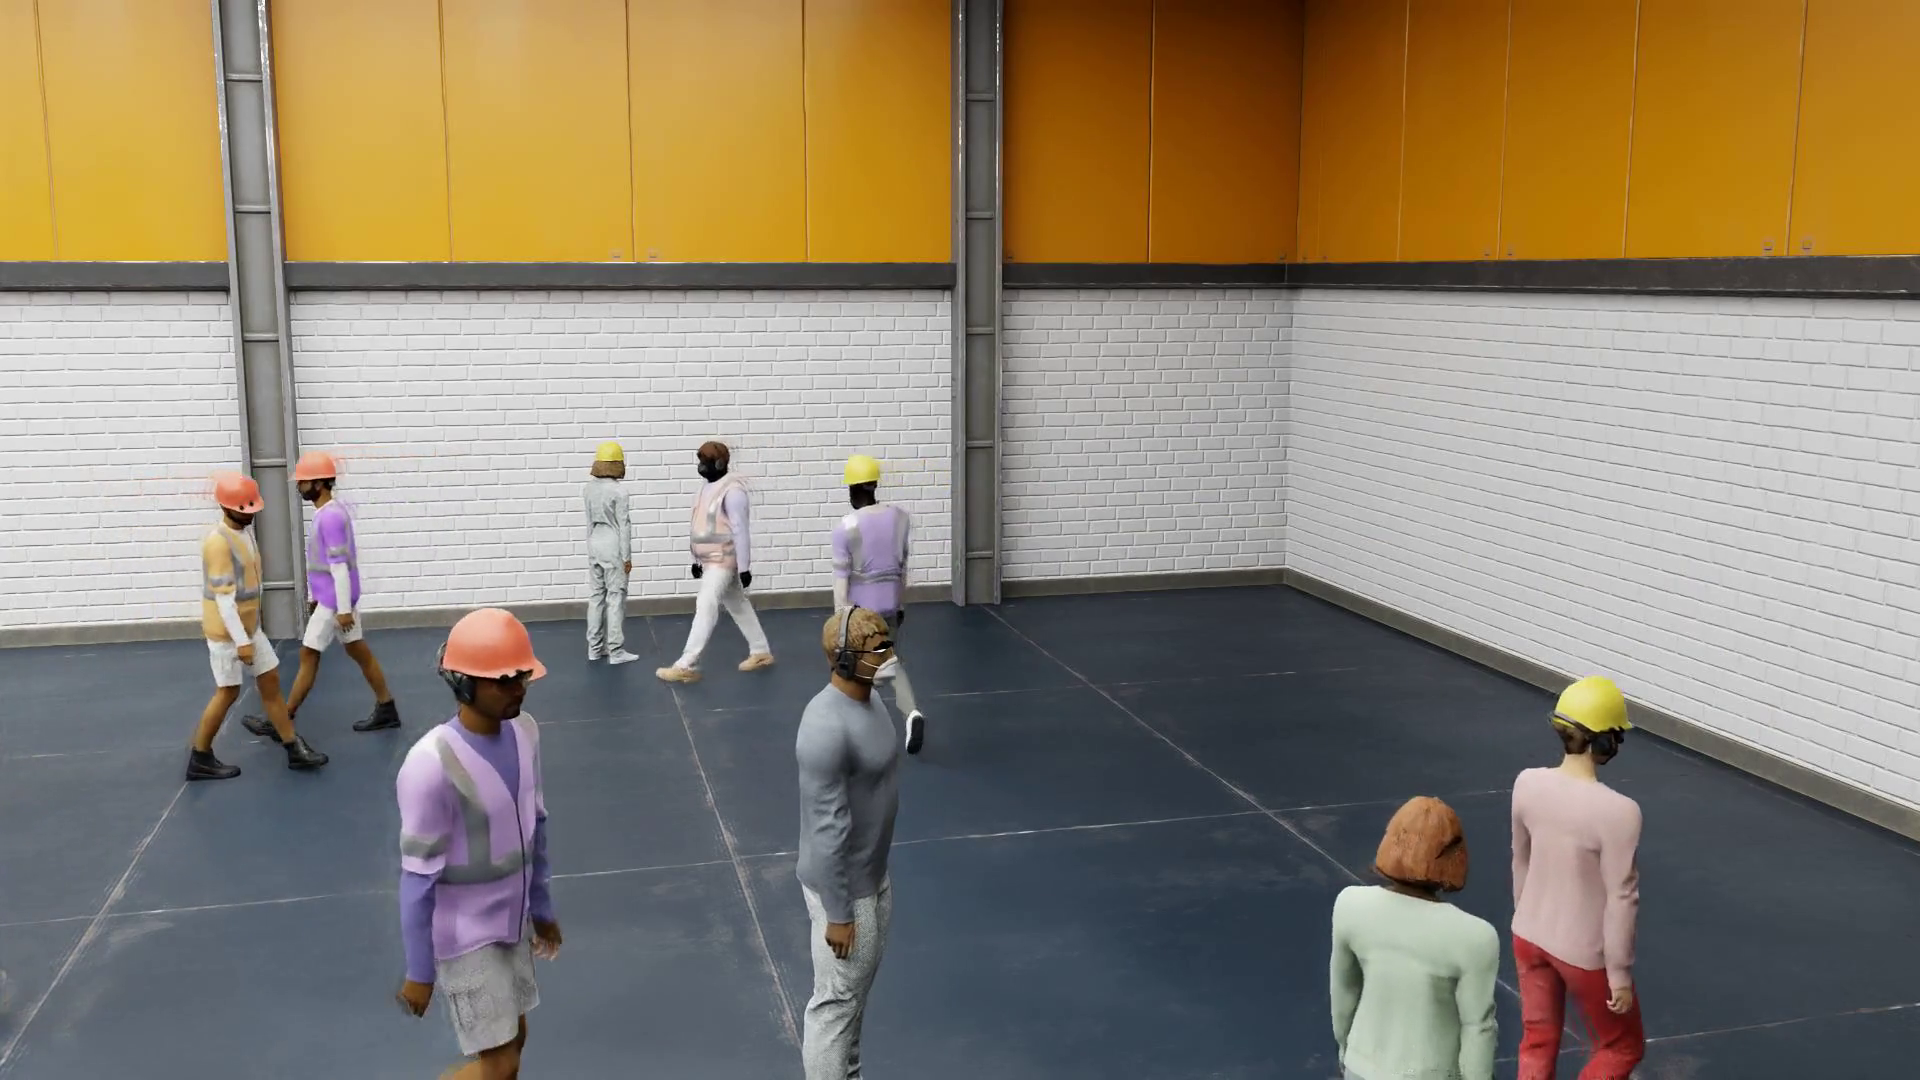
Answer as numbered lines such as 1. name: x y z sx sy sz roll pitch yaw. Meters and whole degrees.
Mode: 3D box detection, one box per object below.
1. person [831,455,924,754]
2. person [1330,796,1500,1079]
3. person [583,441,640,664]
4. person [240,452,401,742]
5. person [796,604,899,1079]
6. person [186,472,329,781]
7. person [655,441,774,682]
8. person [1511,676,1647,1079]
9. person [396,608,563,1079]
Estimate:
1. person: -0.537 0.416 10.455 0.597 1.907 0.758 -6 11 -34
2. person: 1.315 1.486 4.694 0.523 1.600 0.752 8 12 40
3. person: -2.730 0.095 13.008 0.487 1.735 0.330 7 11 36
4. person: -4.171 0.366 10.840 0.996 1.880 0.568 -3 10 -17
5. person: -0.360 1.171 5.653 0.372 1.940 0.627 1 9 9
6. person: -4.279 0.518 9.926 0.814 1.877 0.620 0 9 -3
7. person: -1.819 0.149 12.487 0.984 1.794 0.642 -5 10 -29
8. person: 1.997 1.302 5.384 0.369 1.749 0.550 -5 10 -26
9. person: -1.485 1.200 5.201 0.506 2.025 0.617 2 9 15
